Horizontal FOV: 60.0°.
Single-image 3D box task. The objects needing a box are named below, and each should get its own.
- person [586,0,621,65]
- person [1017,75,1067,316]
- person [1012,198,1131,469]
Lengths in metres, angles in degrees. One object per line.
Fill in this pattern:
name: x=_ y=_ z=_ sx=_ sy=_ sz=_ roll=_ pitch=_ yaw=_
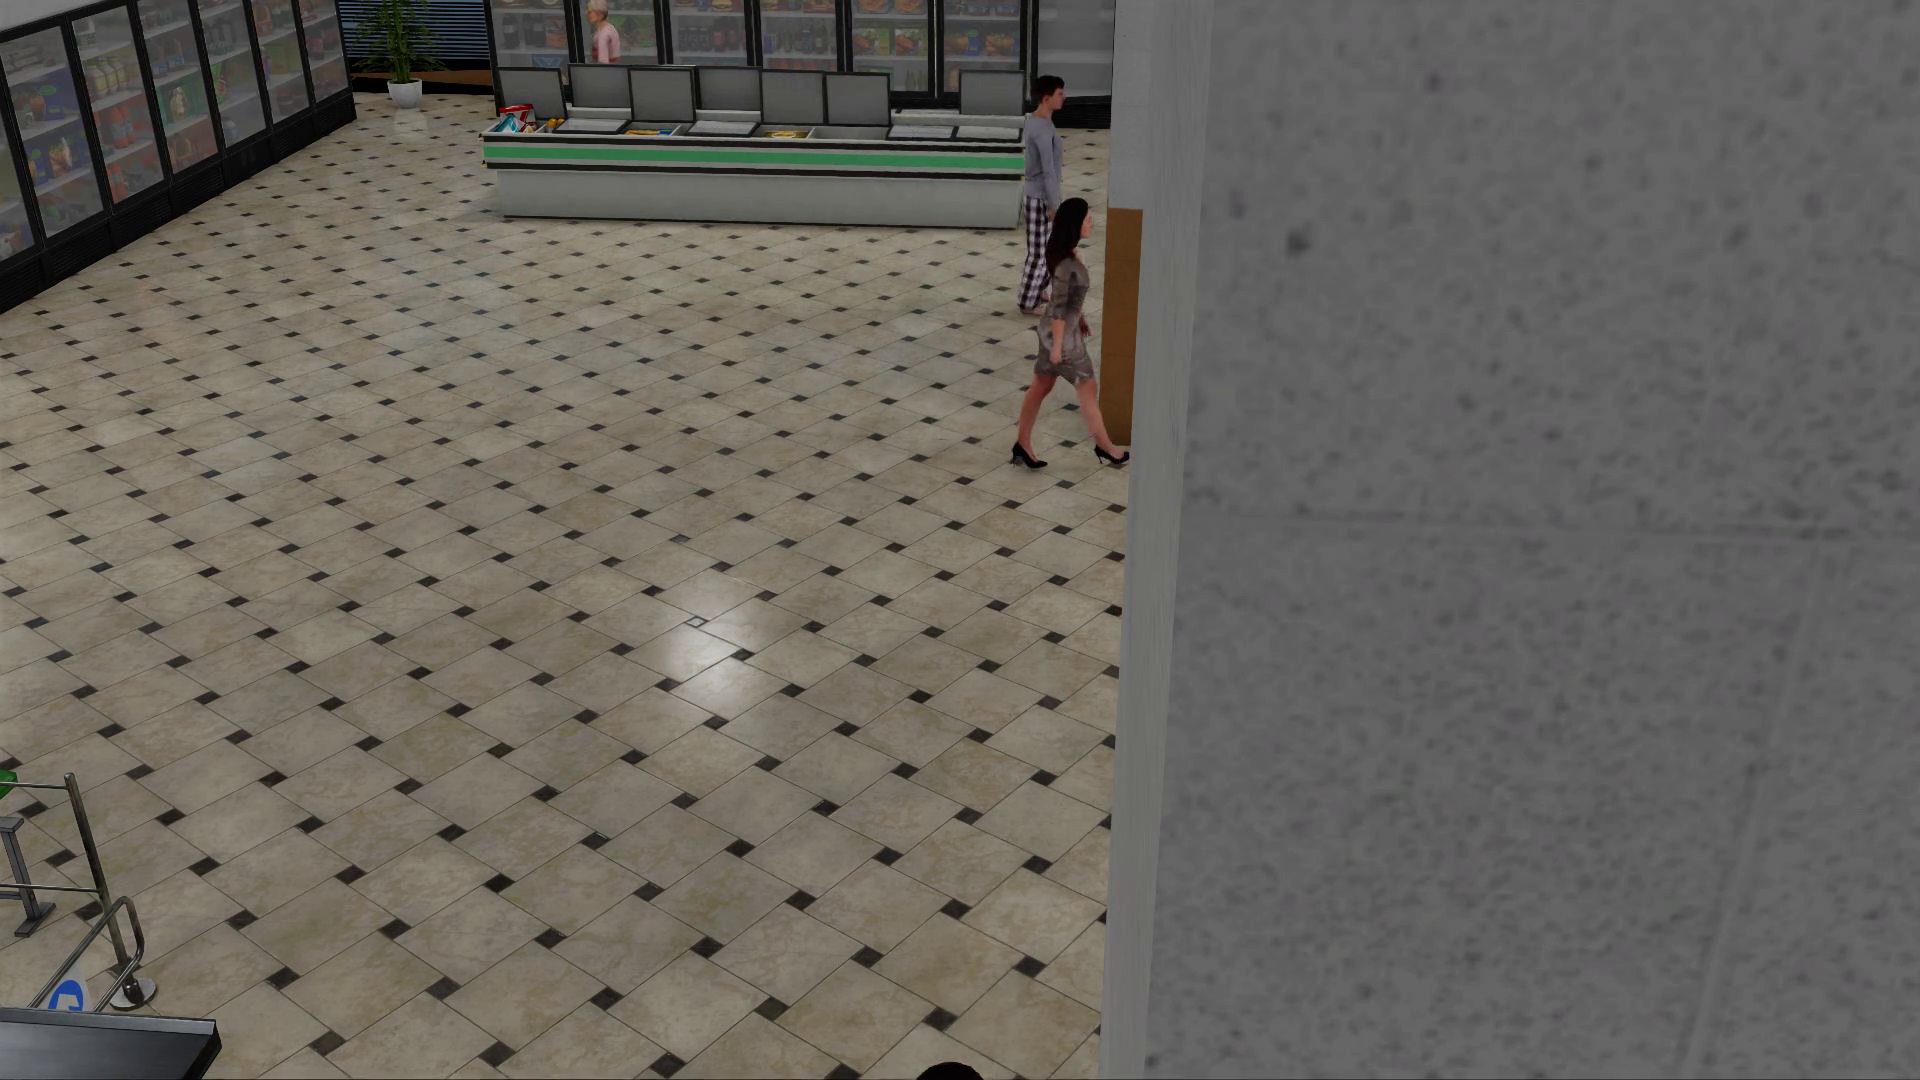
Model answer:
person: x=-3.433 y=-4.564 z=16.717 sx=0.970 sy=1.667 sz=0.672 roll=0 pitch=27 yaw=0
person: x=0.542 y=-2.598 z=12.657 sx=0.690 sy=1.833 sz=0.668 roll=0 pitch=27 yaw=0
person: x=0.523 y=-1.192 z=10.023 sx=1.032 sy=1.707 sz=0.739 roll=-3 pitch=27 yaw=-6
